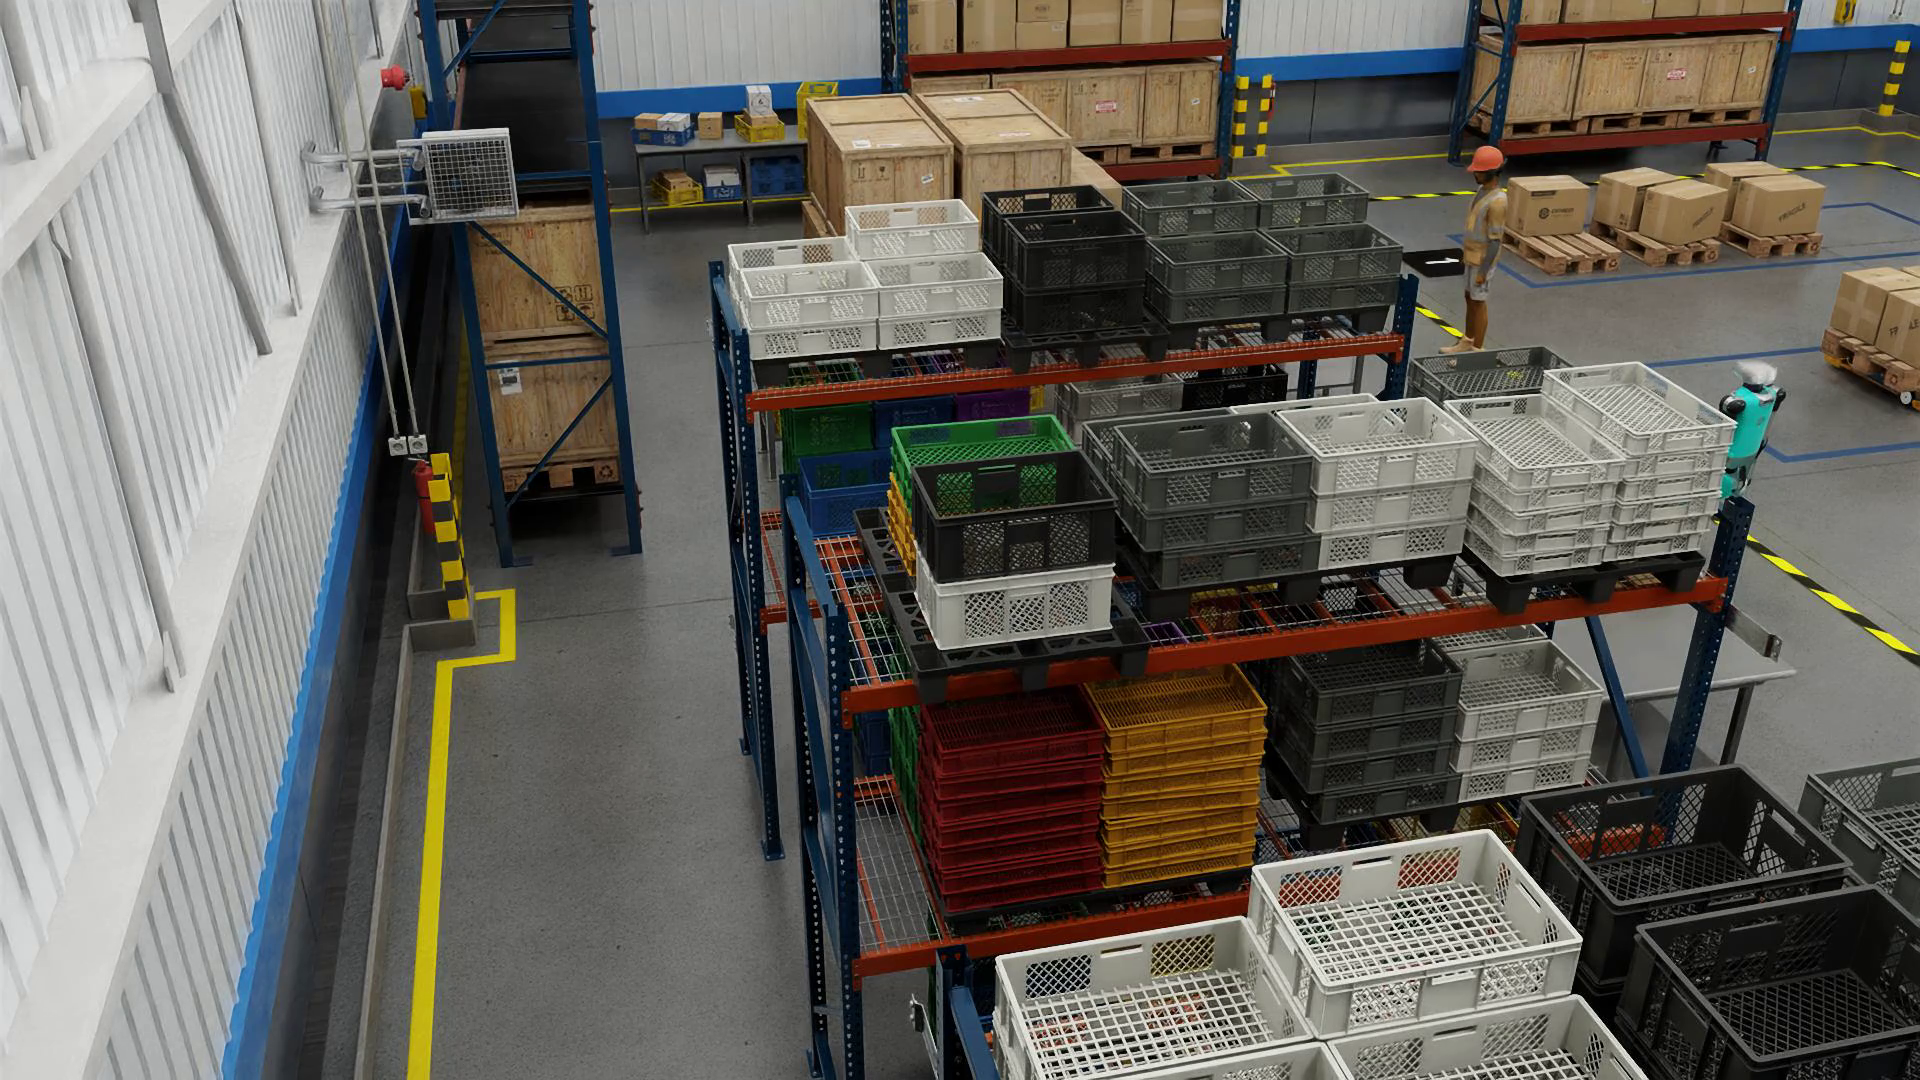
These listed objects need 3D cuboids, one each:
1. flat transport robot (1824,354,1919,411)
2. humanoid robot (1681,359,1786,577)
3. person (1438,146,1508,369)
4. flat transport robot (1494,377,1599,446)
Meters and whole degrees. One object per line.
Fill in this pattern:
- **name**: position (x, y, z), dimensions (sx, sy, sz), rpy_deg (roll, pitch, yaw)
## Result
- **flat transport robot**: position (8.473, -1.467, 14.800), dimensions (0.652, 0.197, 1.431), rpy_deg (-6, 28, -12)
- **humanoid robot**: position (5.015, -0.481, 11.245), dimensions (0.533, 1.673, 0.735), rpy_deg (-15, 31, -26)
- **person**: position (4.643, -2.530, 14.958), dimensions (0.389, 2.033, 0.605), rpy_deg (1, 28, 2)
- **flat transport robot**: position (4.780, -1.036, 14.013), dimensions (0.659, 0.231, 1.431), rpy_deg (-6, 28, -12)
